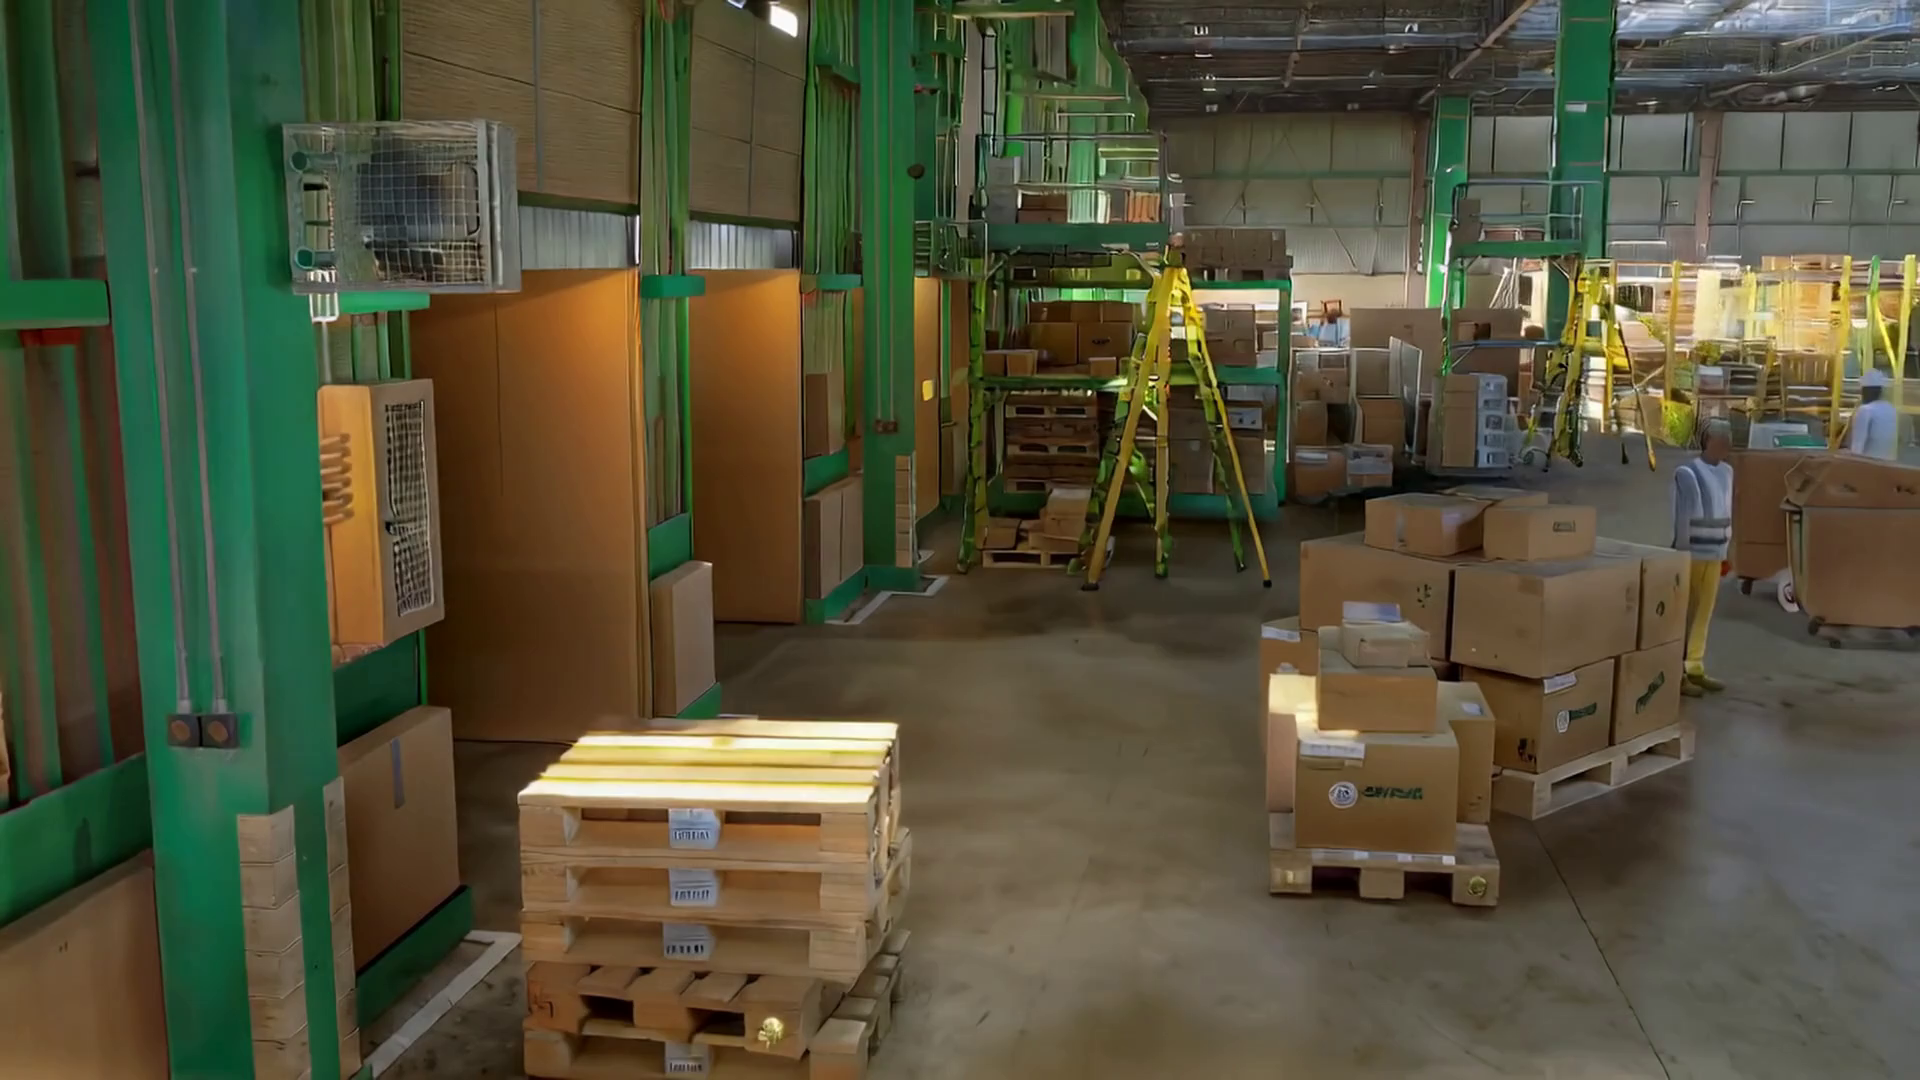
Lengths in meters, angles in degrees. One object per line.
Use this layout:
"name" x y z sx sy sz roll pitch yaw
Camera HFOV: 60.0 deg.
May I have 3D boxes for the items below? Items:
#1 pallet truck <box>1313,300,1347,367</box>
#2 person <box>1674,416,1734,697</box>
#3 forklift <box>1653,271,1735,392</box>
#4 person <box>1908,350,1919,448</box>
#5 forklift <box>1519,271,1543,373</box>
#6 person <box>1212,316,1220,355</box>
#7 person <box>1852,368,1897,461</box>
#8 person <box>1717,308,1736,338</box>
"pallet truck" 11.159 -6.200 49.718 0.823 1.965 1.885 4 10 26
"person" 4.994 0.104 11.189 0.584 1.882 0.337 -7 12 -37
"forklift" 17.353 -4.868 38.786 1.873 2.768 1.129 1 9 9
"person" 15.508 -2.343 26.749 0.321 1.736 0.488 5 10 26
"forklift" 15.708 -5.934 45.366 1.873 2.768 1.129 2 9 13
"person" 6.535 -4.884 42.562 0.541 1.686 0.588 4 10 22
"person" 9.012 -0.742 16.359 0.594 1.904 0.826 -5 10 -27
"person" 18.286 -4.596 40.008 0.628 1.940 0.377 1 9 9
